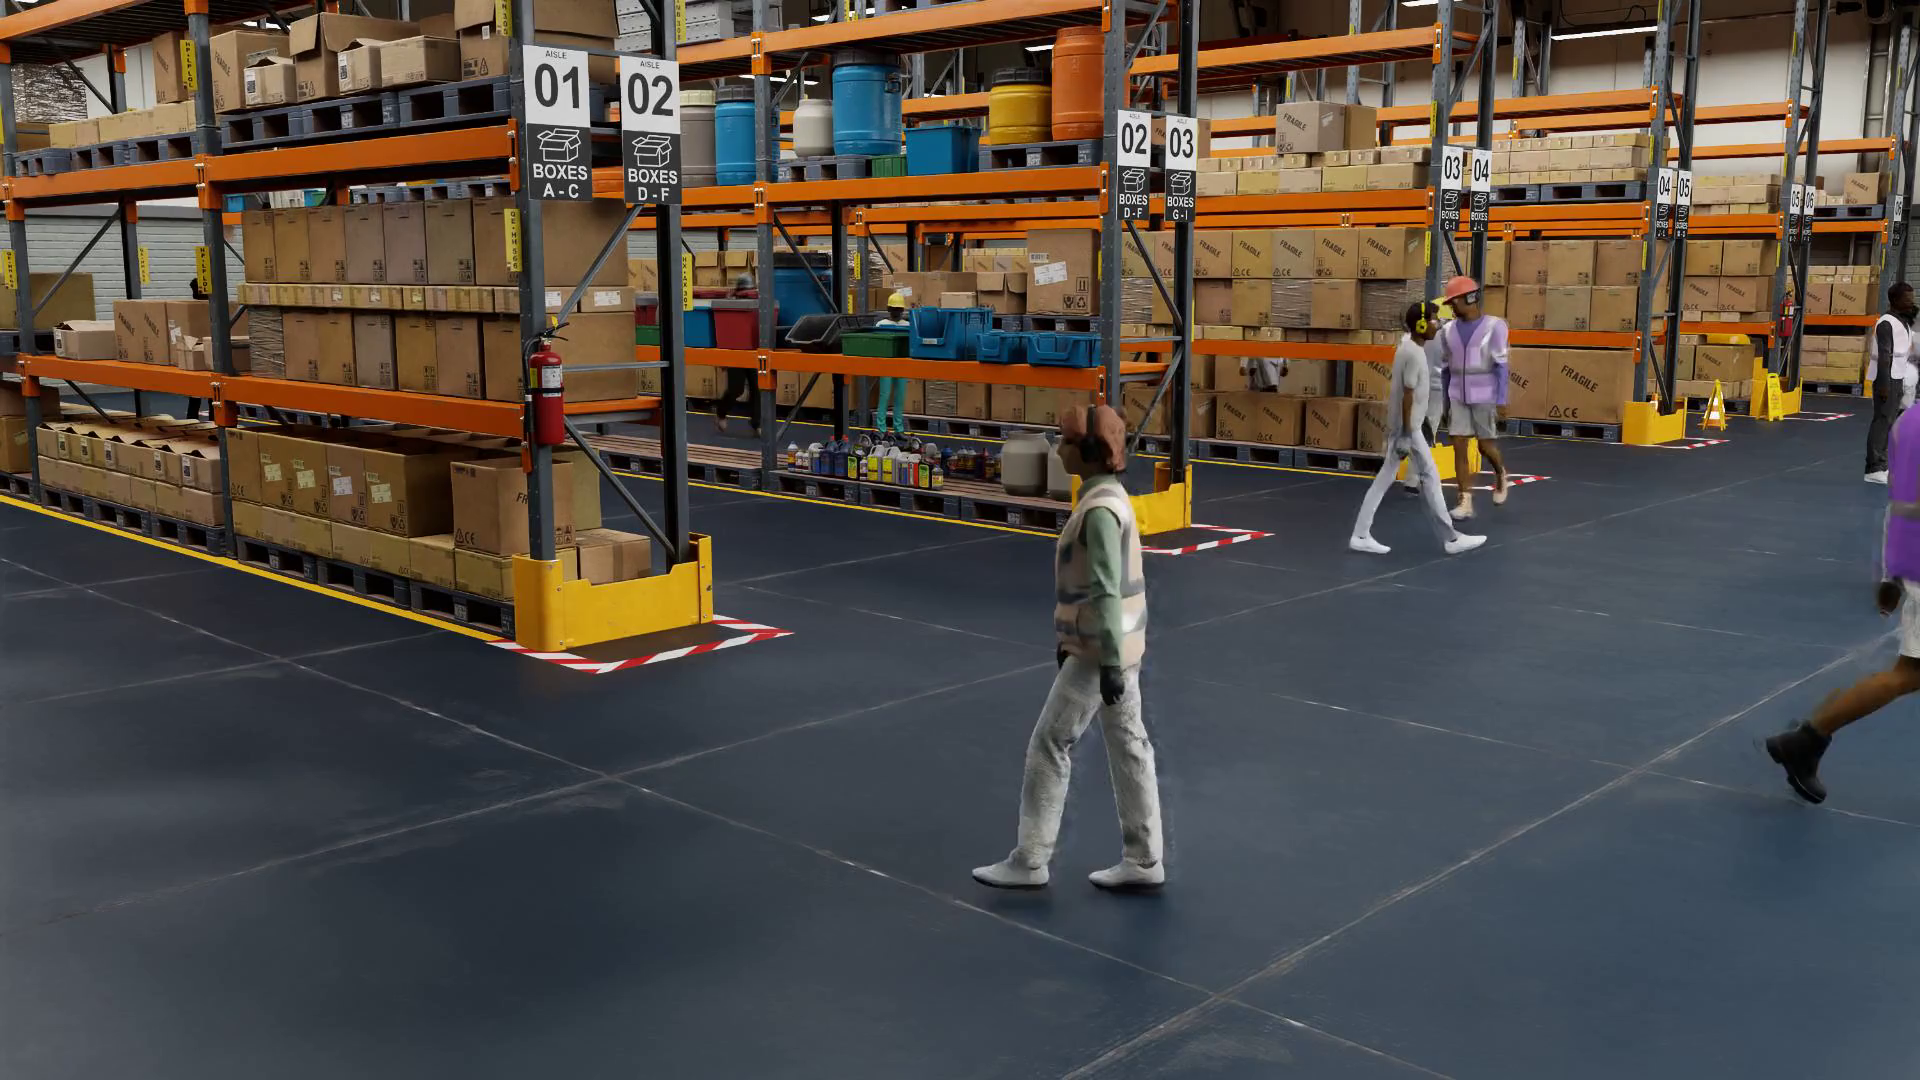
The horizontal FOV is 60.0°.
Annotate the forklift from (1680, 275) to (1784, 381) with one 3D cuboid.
[{"bbox_3d":[12.480,-3.427,27.053,1.214,2.155,2.313,9,13,43],"label":"forklift"}]

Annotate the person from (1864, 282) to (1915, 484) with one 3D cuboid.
[{"bbox_3d":[8.980,-1.519,16.076,0.380,1.915,0.596,8,12,41],"label":"person"}]

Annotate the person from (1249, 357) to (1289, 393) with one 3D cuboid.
[{"bbox_3d":[3.750,-2.202,20.362,0.553,1.899,0.931,-7,11,-35],"label":"person"}]

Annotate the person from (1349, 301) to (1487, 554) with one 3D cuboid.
[{"bbox_3d":[3.284,-0.800,11.965,0.971,1.818,0.538,0,9,2],"label":"person"}]

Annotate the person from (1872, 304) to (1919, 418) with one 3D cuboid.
[{"bbox_3d":[10.092,-1.692,17.847,0.378,1.680,0.547,-6,11,-31],"label":"person"}]

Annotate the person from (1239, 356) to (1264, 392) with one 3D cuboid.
[{"bbox_3d":[3.886,-2.309,21.346,0.941,1.788,0.596,9,13,43],"label":"person"}]

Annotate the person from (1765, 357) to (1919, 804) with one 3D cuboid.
[{"bbox_3d":[3.590,0.102,6.266,0.919,1.877,0.582,2,9,12],"label":"person"}]

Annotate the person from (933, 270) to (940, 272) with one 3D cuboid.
[{"bbox_3d":[-0.399,-3.210,26.114,0.645,2.017,0.793,-7,11,-36],"label":"person"}]

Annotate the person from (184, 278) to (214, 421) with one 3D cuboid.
[{"bbox_3d":[-8.285,-1.897,18.246,0.363,1.962,0.612,7,11,35],"label":"person"}]

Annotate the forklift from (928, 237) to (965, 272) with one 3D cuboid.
[{"bbox_3d":[-0.326,-5.817,39.609,1.129,2.768,1.873,9,13,43],"label":"forklift"}]

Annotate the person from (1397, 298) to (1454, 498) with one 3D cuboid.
[{"bbox_3d":[4.281,-1.292,15.087,0.614,1.782,0.916,8,12,41],"label":"person"}]

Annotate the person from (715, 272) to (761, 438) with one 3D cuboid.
[{"bbox_3d":[-2.676,-2.269,20.421,0.694,2.000,0.773,-8,12,-39],"label":"person"}]

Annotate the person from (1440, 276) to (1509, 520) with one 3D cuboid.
[{"bbox_3d":[4.295,-1.185,13.794,0.638,1.998,0.751,9,13,43],"label":"person"}]

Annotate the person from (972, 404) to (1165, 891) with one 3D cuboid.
[{"bbox_3d":[0.350,0.362,5.452,0.744,1.605,0.535,2,9,10],"label":"person"}]

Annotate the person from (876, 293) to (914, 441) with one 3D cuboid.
[{"bbox_3d":[-0.769,-2.054,19.877,0.533,1.764,0.349,-7,12,-38],"label":"person"}]
